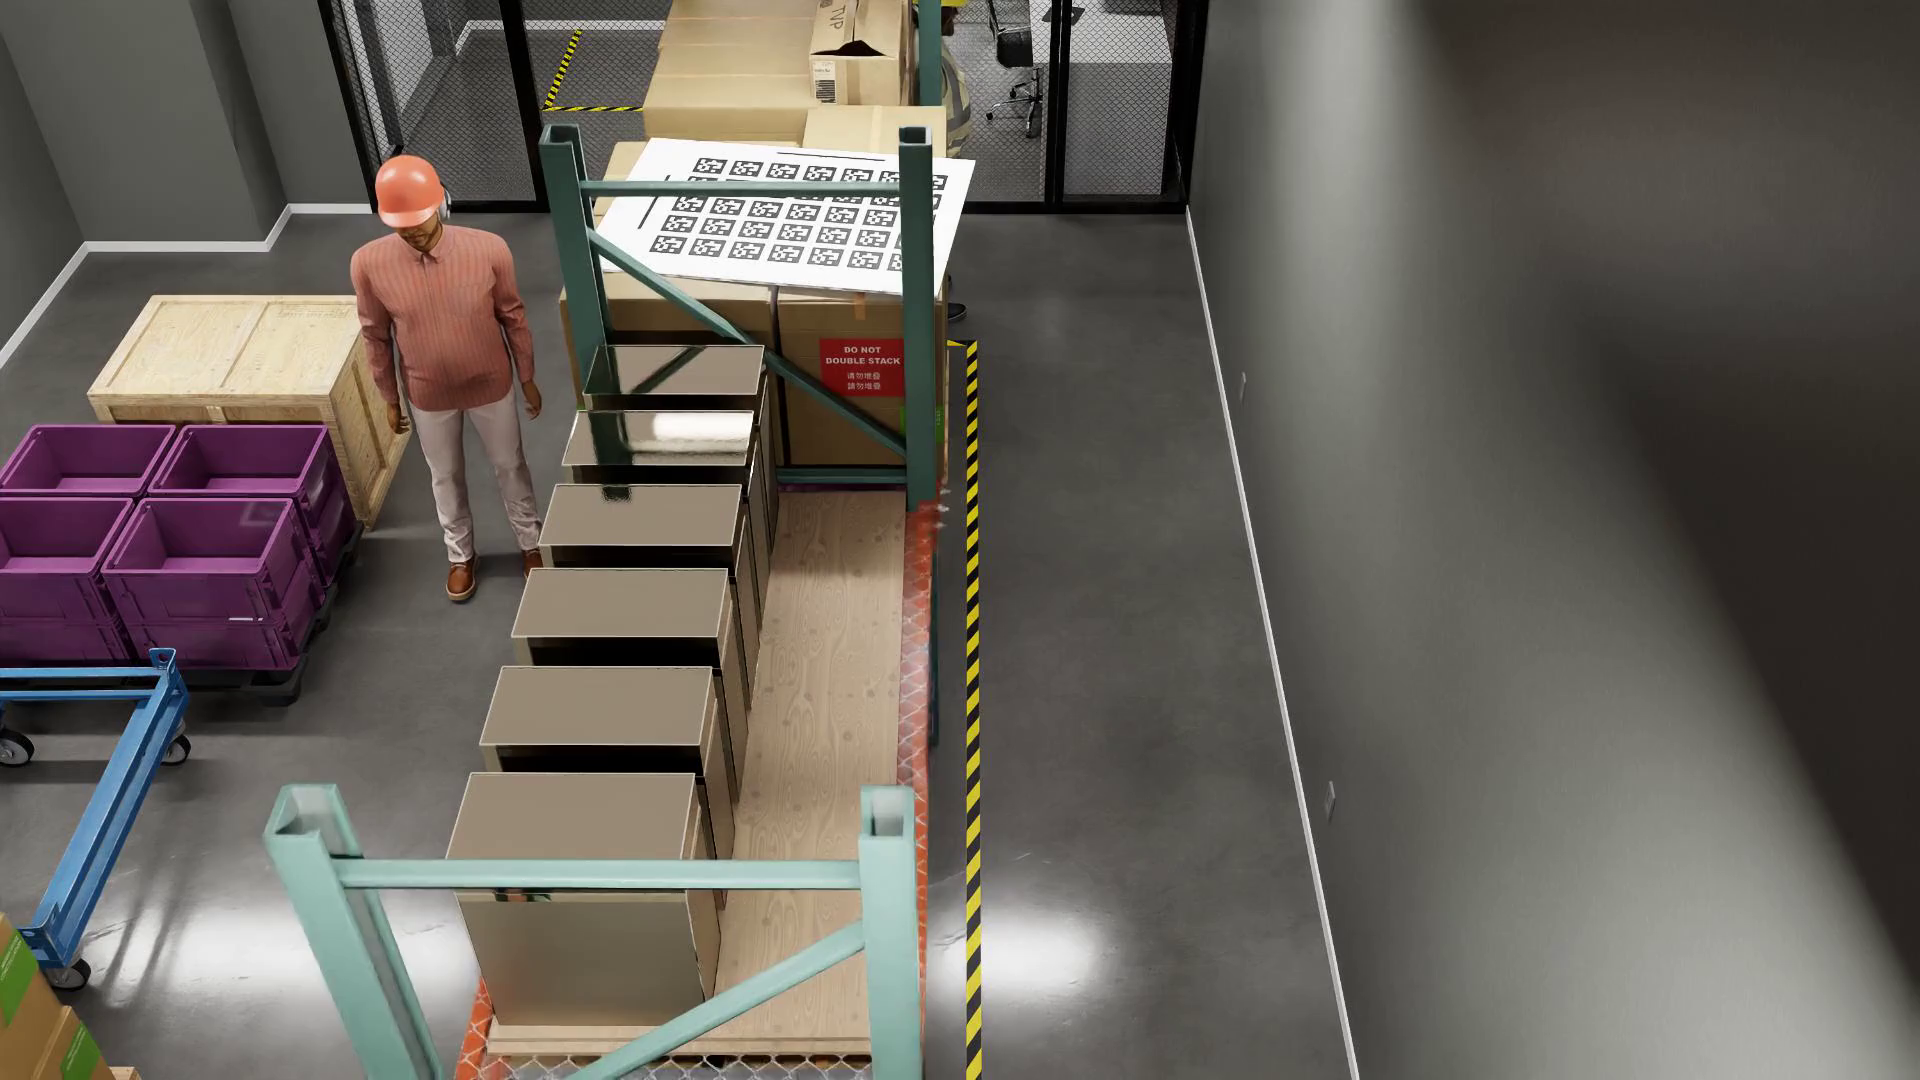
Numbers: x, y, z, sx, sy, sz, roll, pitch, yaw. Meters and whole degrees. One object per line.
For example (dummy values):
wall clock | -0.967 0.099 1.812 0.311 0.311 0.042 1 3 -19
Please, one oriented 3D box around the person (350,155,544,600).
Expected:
person | -1.972 -0.609 6.539 0.625 1.992 0.386 -10 42 -11

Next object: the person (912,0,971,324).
person | -0.149 -1.945 8.191 0.404 1.827 0.600 -8 42 -9
